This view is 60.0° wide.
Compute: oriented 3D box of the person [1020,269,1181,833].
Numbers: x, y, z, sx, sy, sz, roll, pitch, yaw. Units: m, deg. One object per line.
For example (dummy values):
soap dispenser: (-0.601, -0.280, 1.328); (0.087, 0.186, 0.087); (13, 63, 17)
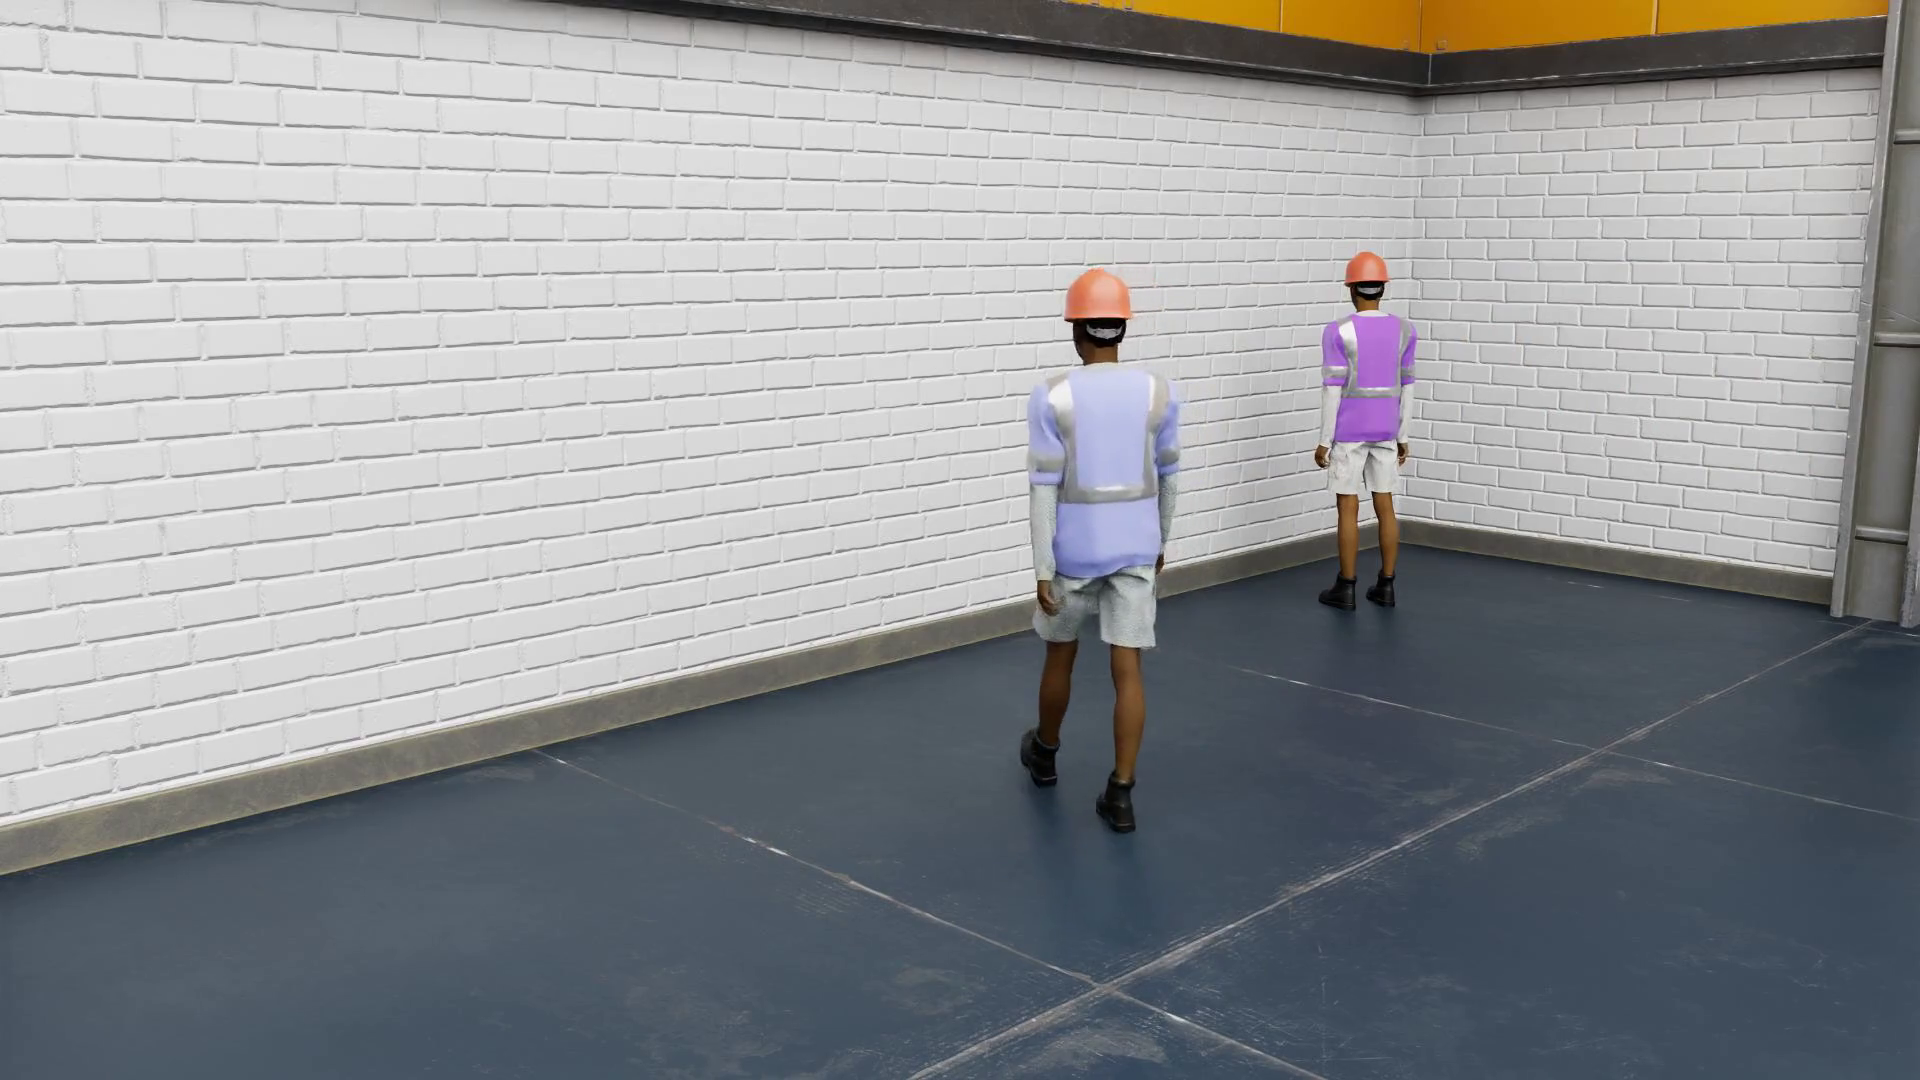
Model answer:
person: (0.472, 0.015, 5.856); (0.557, 1.905, 0.836); (-1, 10, -7)

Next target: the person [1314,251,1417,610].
person: (2.180, -0.587, 9.034); (0.551, 1.933, 0.376); (-3, 11, -14)
